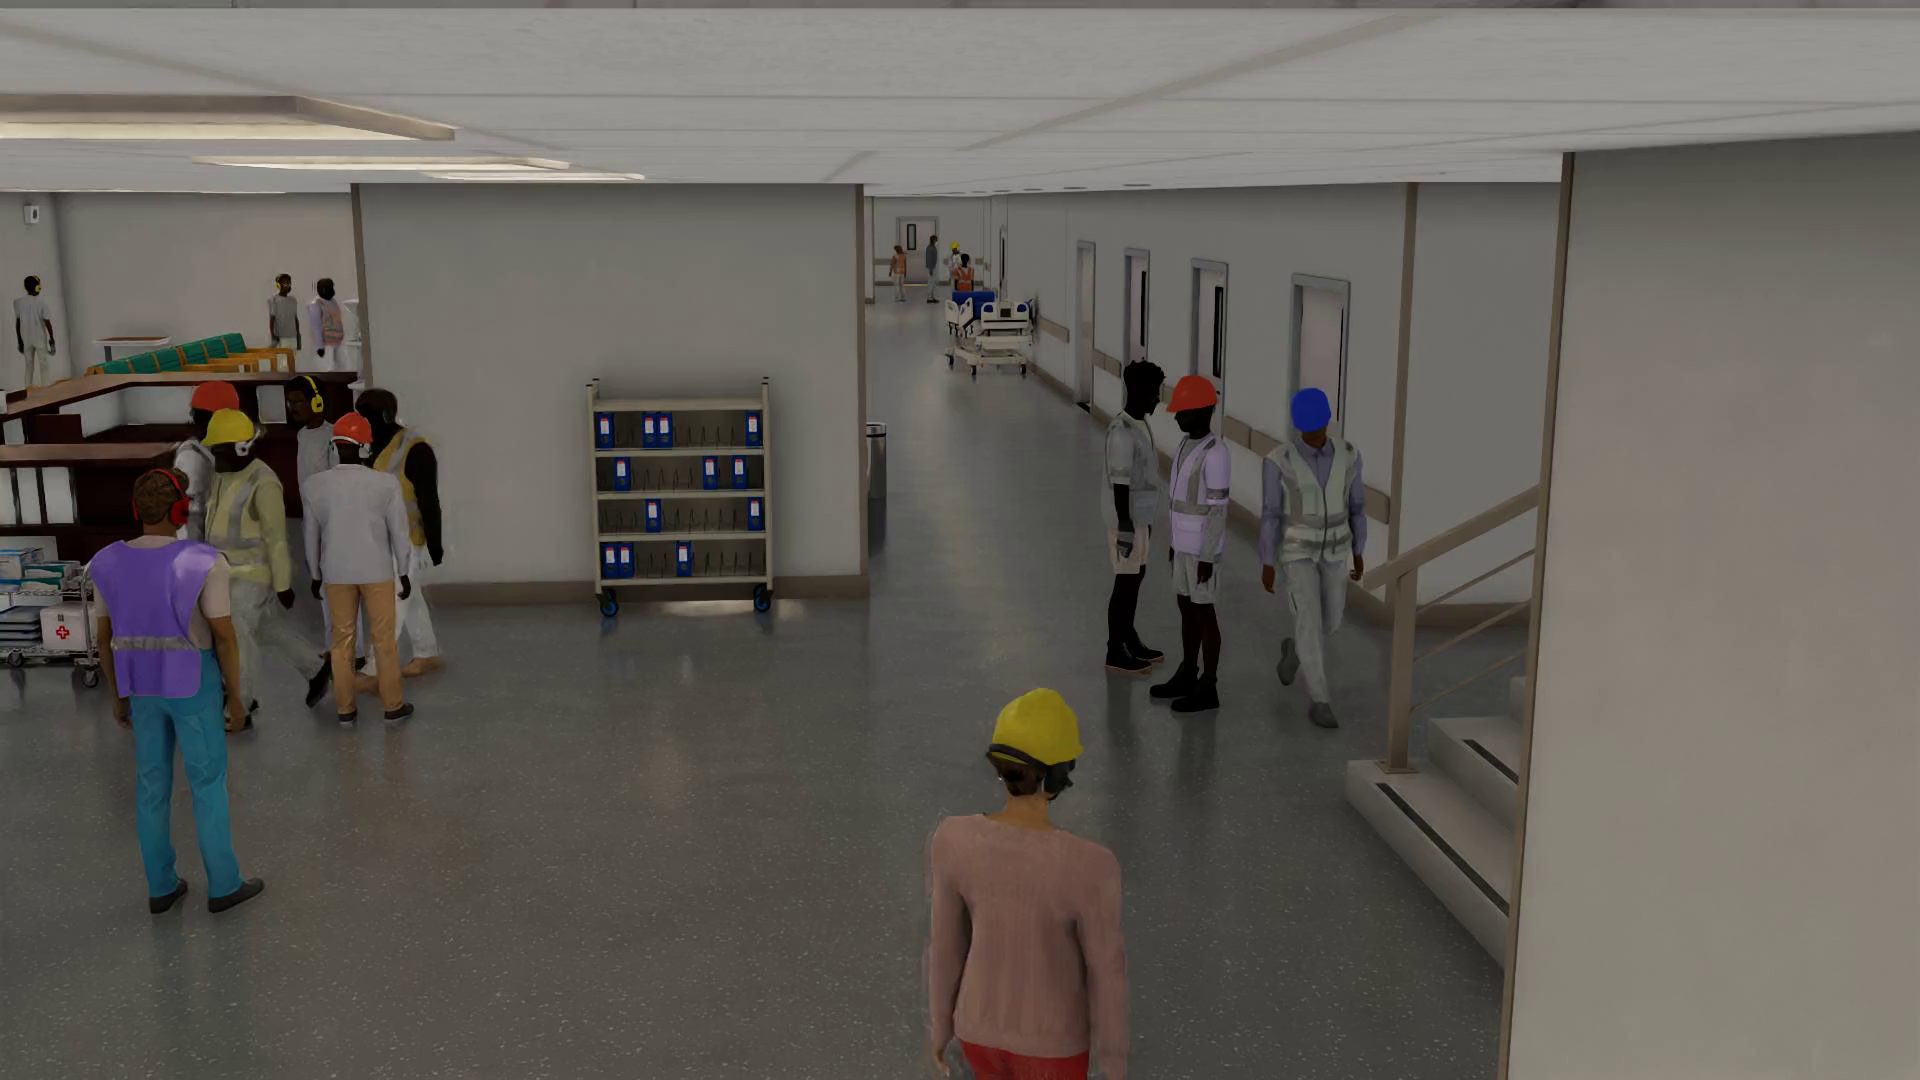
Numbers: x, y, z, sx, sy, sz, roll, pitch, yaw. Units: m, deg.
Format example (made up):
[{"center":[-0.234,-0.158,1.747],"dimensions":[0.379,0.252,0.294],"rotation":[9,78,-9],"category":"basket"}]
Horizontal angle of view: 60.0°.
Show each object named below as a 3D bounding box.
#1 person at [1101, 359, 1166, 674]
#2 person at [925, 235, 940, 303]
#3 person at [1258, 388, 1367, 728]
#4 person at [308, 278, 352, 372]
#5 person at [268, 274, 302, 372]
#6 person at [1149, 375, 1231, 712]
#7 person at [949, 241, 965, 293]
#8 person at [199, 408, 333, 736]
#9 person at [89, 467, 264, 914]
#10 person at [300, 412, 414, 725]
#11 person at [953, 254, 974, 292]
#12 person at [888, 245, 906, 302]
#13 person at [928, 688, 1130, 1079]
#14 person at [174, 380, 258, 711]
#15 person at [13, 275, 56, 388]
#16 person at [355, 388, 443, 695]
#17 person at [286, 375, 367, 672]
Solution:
[{"center":[1.070,-0.143,10.287],"dimensions":[0.388,1.951,0.619],"rotation":[3,12,16],"category":"person"},{"center":[-0.788,-7.690,47.232],"dimensions":[0.384,1.928,0.636],"rotation":[2,12,8],"category":"person"},{"center":[1.972,0.060,9.445],"dimensions":[0.647,1.899,0.798],"rotation":[-3,12,-12],"category":"person"},{"center":[-8.867,-2.764,23.394],"dimensions":[0.461,1.825,0.658],"rotation":[2,12,9],"category":"person"},{"center":[-9.769,-2.921,24.088],"dimensions":[0.443,1.857,0.538],"rotation":[6,13,26],"category":"person"},{"center":[1.330,0.019,9.531],"dimensions":[0.361,1.935,0.544],"rotation":[-3,12,-16],"category":"person"},{"center":[-0.036,-6.978,44.002],"dimensions":[0.697,1.818,0.411],"rotation":[10,15,40],"category":"person"},{"center":[-3.883,0.147,9.242],"dimensions":[0.793,1.798,0.575],"rotation":[-10,15,-41],"category":"person"},{"center":[-3.209,0.628,6.775],"dimensions":[0.564,1.845,0.389],"rotation":[1,12,4],"category":"person"},{"center":[-3.343,0.161,9.278],"dimensions":[0.574,1.749,0.337],"rotation":[-1,12,-6],"category":"person"},{"center":[0.093,-5.712,38.116],"dimensions":[0.532,1.697,0.322],"rotation":[-5,13,-25],"category":"person"},{"center":[-1.782,-7.667,47.845],"dimensions":[0.419,1.627,0.534],"rotation":[11,16,42],"category":"person"},{"center":[0.132,1.233,4.091],"dimensions":[0.534,1.740,0.811],"rotation":[7,14,31],"category":"person"},{"center":[-4.302,0.048,9.469],"dimensions":[0.578,1.907,0.633],"rotation":[-2,12,-12],"category":"person"},{"center":[-13.012,-2.781,23.409],"dimensions":[0.526,1.861,0.321],"rotation":[0,12,-1],"category":"person"},{"center":[-3.481,0.007,9.912],"dimensions":[0.646,1.799,0.920],"rotation":[7,13,30],"category":"person"},{"center":[-3.910,-0.085,10.232],"dimensions":[0.510,1.861,0.324],"rotation":[10,15,39],"category":"person"}]
